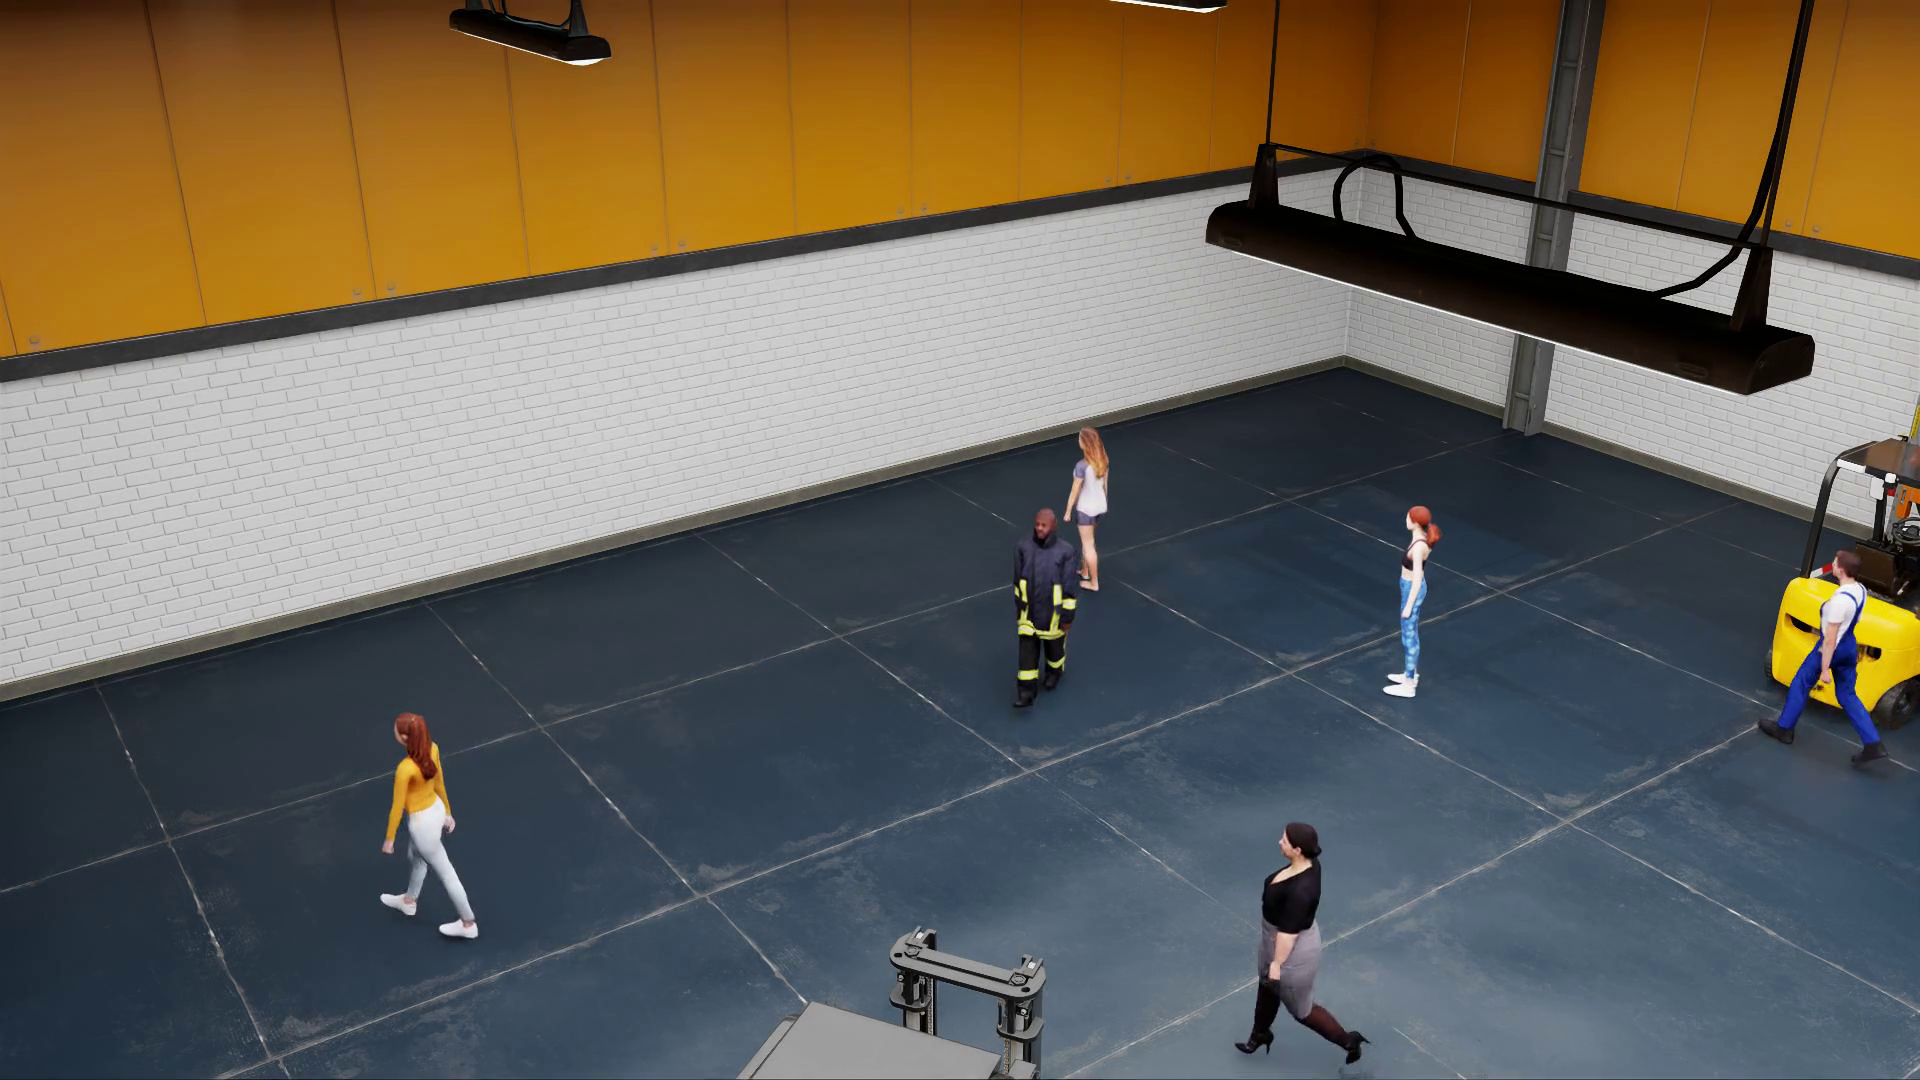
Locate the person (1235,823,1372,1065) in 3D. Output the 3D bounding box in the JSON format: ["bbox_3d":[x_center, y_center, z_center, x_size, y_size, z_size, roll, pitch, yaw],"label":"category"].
[{"bbox_3d":[2.106,2.517,10.092,1.146,1.735,1.075,5,24,11],"label":"person"}]

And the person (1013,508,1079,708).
[{"bbox_3d":[0.770,0.541,14.559,1.250,1.778,1.232,8,25,18],"label":"person"}]

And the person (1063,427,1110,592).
[{"bbox_3d":[1.352,-0.285,16.524,0.749,1.717,0.701,22,32,40],"label":"person"}]

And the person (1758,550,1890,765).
[{"bbox_3d":[7.193,0.981,13.507,0.633,1.814,1.249,-15,28,-31],"label":"person"}]

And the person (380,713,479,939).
[{"bbox_3d":[-3.545,1.983,11.338,1.090,1.716,1.019,4,24,9],"label":"person"}]

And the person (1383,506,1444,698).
[{"bbox_3d":[3.962,0.529,14.578,0.706,1.785,0.672,10,25,21],"label":"person"}]
